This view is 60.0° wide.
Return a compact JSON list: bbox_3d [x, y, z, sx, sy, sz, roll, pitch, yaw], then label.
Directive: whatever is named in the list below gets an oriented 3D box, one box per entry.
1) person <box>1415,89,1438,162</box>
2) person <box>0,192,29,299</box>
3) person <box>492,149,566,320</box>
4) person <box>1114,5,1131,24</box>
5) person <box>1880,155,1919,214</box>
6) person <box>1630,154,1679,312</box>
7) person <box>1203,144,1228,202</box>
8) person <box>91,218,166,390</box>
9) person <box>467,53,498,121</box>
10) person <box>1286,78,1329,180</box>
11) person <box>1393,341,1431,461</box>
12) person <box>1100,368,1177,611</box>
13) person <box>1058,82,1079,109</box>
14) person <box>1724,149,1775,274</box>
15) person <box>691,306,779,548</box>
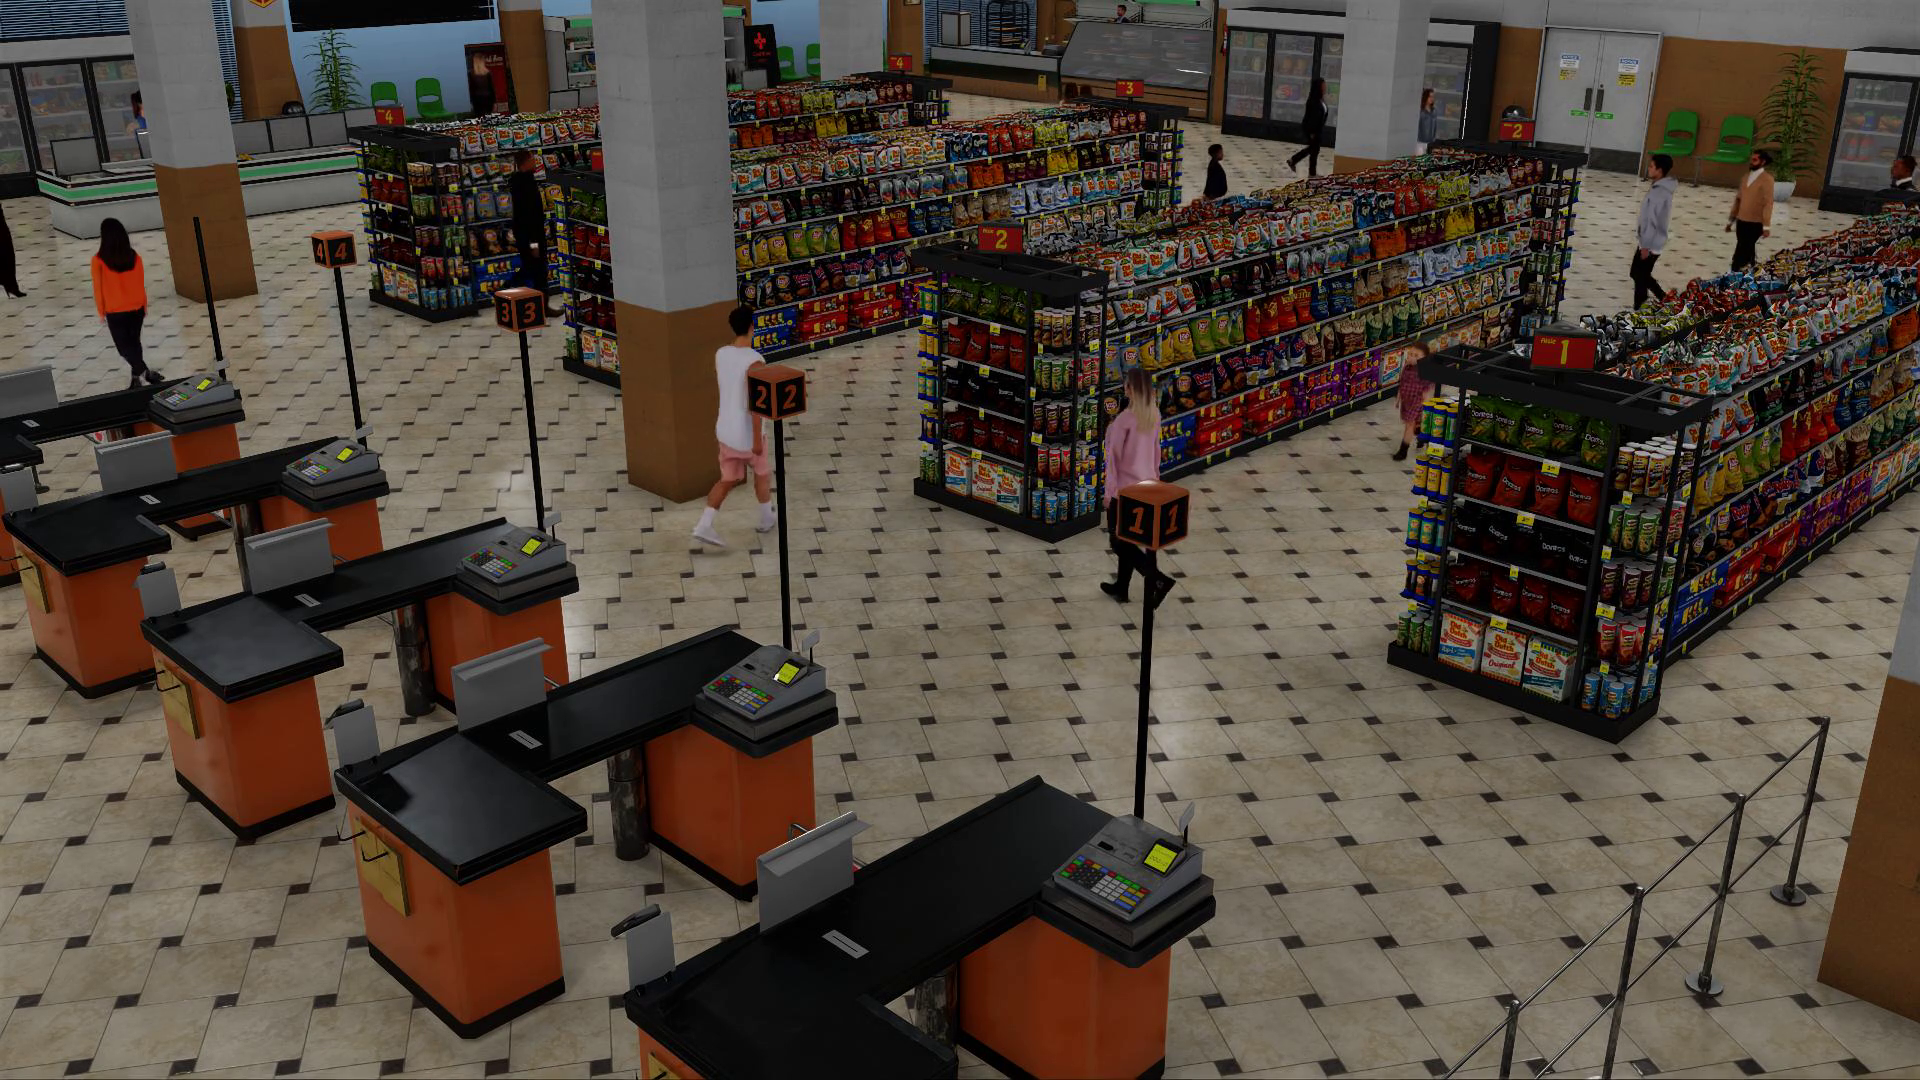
[{"bbox_3d":[6.963,-5.990,25.229,0.625,1.689,0.770,-10,24,-24],"label":"person"},{"bbox_3d":[-11.373,-3.642,19.319,0.986,1.738,0.784,-13,25,-30],"label":"person"},{"bbox_3d":[-4.837,-3.341,18.370,1.092,1.888,0.838,-14,26,-30],"label":"person"},{"bbox_3d":[3.722,-11.421,38.505,0.577,1.868,0.629,-19,29,-39],"label":"person"},{"bbox_3d":[10.108,-3.161,17.900,1.040,1.903,1.119,8,23,18],"label":"person"},{"bbox_3d":[7.571,-3.208,17.997,0.940,1.918,0.950,9,24,22],"label":"person"},{"bbox_3d":[3.402,-4.792,22.835,0.963,1.250,0.830,-4,22,-9],"label":"person"},{"bbox_3d":[-7.763,-2.119,15.543,0.779,1.728,1.012,16,27,34],"label":"person"},{"bbox_3d":[-8.585,-7.884,29.925,0.635,1.703,0.739,-4,22,-10],"label":"person"},{"bbox_3d":[5.652,-6.672,27.042,0.944,1.603,0.940,6,23,14],"label":"person"},{"bbox_3d":[3.892,-1.206,14.227,0.701,1.015,0.445,-19,29,-40],"label":"person"},{"bbox_3d":[1.198,-0.311,11.118,0.844,1.672,0.638,-19,29,-40],"label":"person"},{"bbox_3d":[1.636,-6.250,25.927,0.741,1.652,1.042,14,26,31],"label":"person"},{"bbox_3d":[9.271,-3.651,19.348,1.055,1.733,0.966,-3,22,-8],"label":"person"},{"bbox_3d":[-1.670,-0.772,12.189,0.793,1.729,1.150,19,29,39],"label":"person"}]
